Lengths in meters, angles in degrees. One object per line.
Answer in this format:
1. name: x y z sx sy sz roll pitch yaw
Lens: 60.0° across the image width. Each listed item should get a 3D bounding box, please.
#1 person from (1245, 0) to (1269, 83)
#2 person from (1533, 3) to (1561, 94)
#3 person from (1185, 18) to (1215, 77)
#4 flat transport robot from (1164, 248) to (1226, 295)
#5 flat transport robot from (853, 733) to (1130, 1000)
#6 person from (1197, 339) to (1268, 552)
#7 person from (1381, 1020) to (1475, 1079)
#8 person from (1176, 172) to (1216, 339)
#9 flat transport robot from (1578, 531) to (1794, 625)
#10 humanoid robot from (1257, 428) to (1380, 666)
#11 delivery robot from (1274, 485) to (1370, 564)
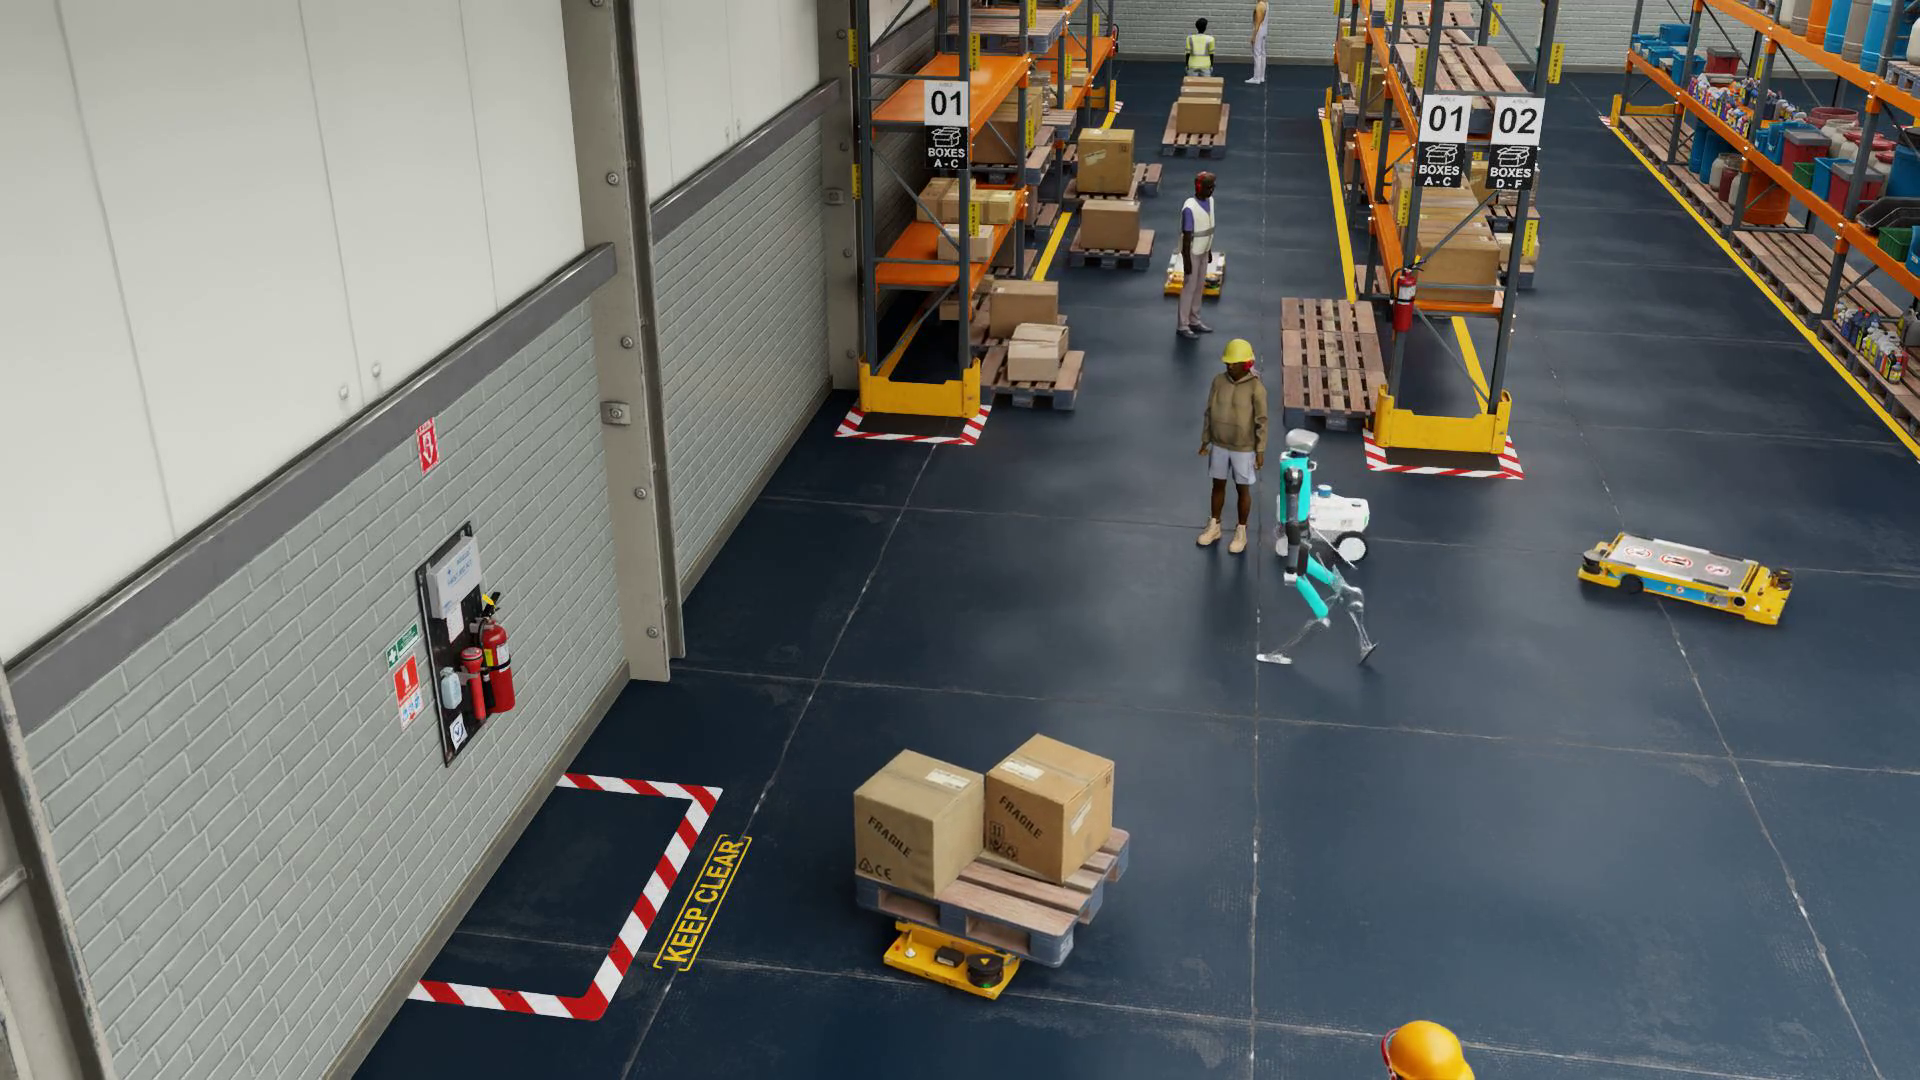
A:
1. person: 5.860 -9.989 32.855 0.389 1.861 0.530 14 29 28
2. person: 11.195 -9.380 31.667 0.374 1.753 0.543 -1 25 -2
3. person: 4.290 -8.482 29.828 0.532 1.691 0.322 7 26 15
4. flat transport robot: 2.899 -3.300 20.421 0.659 0.231 1.431 5 25 10
5. flat transport robot: 0.202 1.957 9.168 0.659 0.231 1.431 12 28 24
6. person: 2.183 -0.763 13.223 0.540 1.762 0.405 16 30 31
7. person: 1.590 2.514 6.072 0.381 1.891 0.563 20 32 36
8. person: 2.571 -3.125 18.203 0.393 1.833 0.563 16 29 30
9. flat transport robot: 5.569 0.276 12.767 1.431 0.231 0.659 16 29 30
10. humanoid robot: 2.586 0.113 11.397 0.959 1.766 0.533 6 26 12
11. delivery robot: 2.924 -0.139 13.339 0.810 0.612 0.499 3 25 7
